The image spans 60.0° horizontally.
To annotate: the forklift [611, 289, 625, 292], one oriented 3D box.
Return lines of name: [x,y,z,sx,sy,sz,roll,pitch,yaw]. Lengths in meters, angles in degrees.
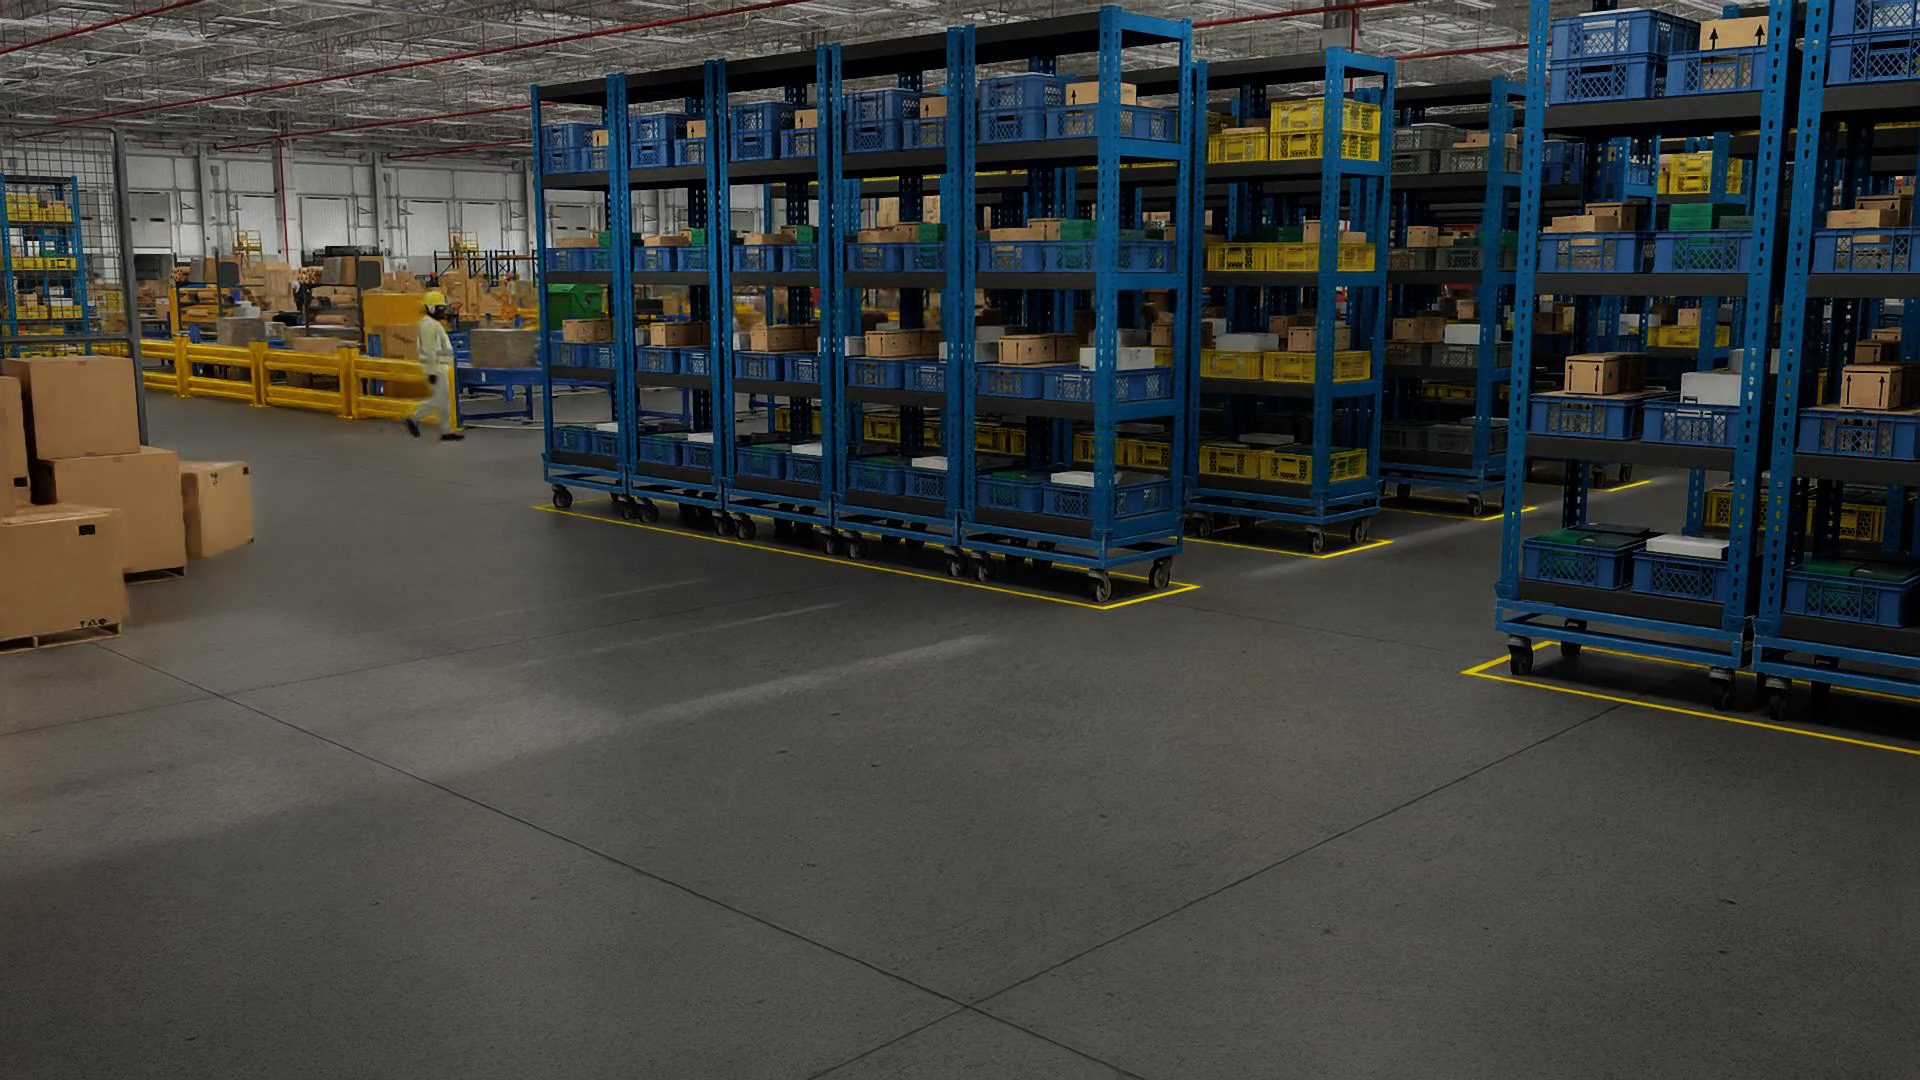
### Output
forklift: [-17.598,-13.454,86.436,1.129,2.768,1.873,9,13,43]

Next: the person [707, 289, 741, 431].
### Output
person: [-2.615,-1.899,18.577,0.402,1.907,0.673,-7,11,-35]

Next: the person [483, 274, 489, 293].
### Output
person: [-21.576,-11.192,75.729,0.454,1.854,0.512,-4,10,-23]

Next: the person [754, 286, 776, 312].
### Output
person: [-4.281,-4.768,36.596,0.544,1.754,0.364,3,10,17]

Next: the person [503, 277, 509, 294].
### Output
person: [-18.271,-9.679,66.813,0.382,1.726,0.680,-1,9,-5]

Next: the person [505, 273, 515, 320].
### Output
person: [-17.908,-9.721,66.490,0.664,1.919,0.551,-6,11,-33]

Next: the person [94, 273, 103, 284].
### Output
person: [-36.802,-10.483,71.127,0.667,1.925,0.643,-2,9,-10]

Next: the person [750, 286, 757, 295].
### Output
person: [-9.381,-11.390,76.577,0.614,1.963,0.362,-6,11,-34]

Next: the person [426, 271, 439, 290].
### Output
person: [-18.745,-8.584,59.282,0.609,1.995,0.376,5,11,29]

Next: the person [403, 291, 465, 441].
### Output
person: [-6.299,-2.063,19.844,0.606,1.815,0.608,-2,9,-10]

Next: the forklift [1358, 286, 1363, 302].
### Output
forklift: [11.100,-7.017,46.970,1.873,2.768,1.129,9,13,43]

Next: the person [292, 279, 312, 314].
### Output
person: [-24.568,-9.071,62.128,0.687,2.000,0.538,-4,10,-25]

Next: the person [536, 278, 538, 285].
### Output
person: [-21.741,-12.837,85.672,0.895,1.906,0.629,1,9,3]

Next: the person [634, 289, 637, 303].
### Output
person: [-16.561,-12.558,83.884,0.593,1.919,0.388,3,10,18]
